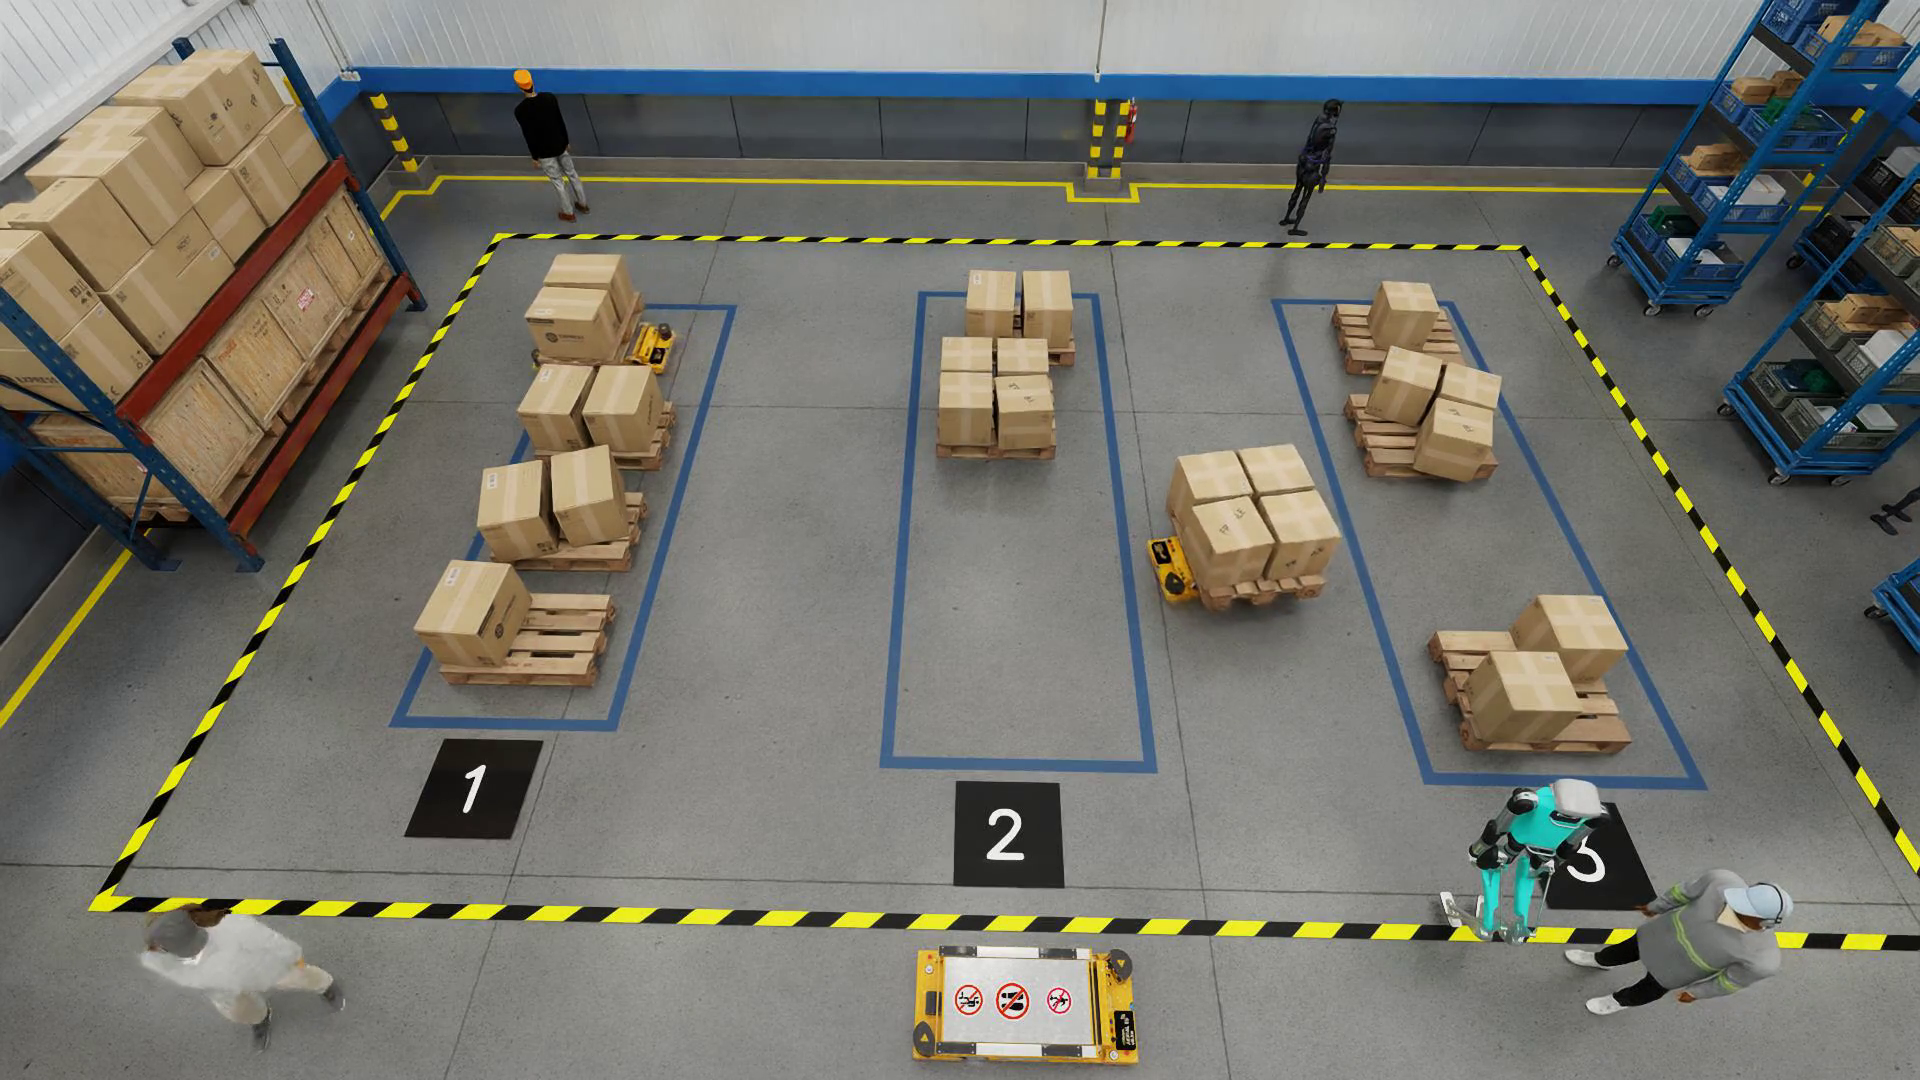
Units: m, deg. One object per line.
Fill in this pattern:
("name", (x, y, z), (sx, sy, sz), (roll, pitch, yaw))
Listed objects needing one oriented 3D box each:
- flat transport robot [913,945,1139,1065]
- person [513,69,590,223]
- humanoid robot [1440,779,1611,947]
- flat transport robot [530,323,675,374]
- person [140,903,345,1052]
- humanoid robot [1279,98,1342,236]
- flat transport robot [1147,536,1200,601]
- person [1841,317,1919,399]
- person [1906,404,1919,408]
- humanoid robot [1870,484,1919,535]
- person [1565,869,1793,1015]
("flat transport robot", (0.422, 3.041, 6.007), (1.431, 0.231, 0.659), (1, 51, 1))
("person", (-5.116, -4.884, 11.430), (0.394, 1.878, 0.586), (29, 57, 22))
("humanoid robot", (3.496, 2.136, 5.708), (0.533, 1.681, 0.735), (9, 51, 7))
("flat transport robot", (-3.977, -2.156, 10.225), (1.431, 0.197, 0.652), (1, 51, 1))
("person", (-4.263, 2.558, 5.449), (0.681, 1.735, 0.390), (-18, 53, -14))
("humanoid robot", (4.353, -4.615, 11.328), (0.315, 1.659, 0.599), (-7, 51, -6))
("flat transport robot", (2.493, 0.160, 8.337), (1.431, 0.197, 0.652), (-7, 51, -5))
("person", (8.997, -1.780, 8.880), (0.605, 1.908, 0.956), (-2, 51, -2))
("person", (10.176, -2.161, 9.169), (0.361, 1.939, 0.633), (-25, 55, -19))
("humanoid robot", (8.957, -0.712, 8.146), (0.599, 1.659, 0.315), (-24, 55, -18))
("person", (4.280, 2.434, 5.479), (0.398, 1.851, 0.593), (1, 51, 1))
